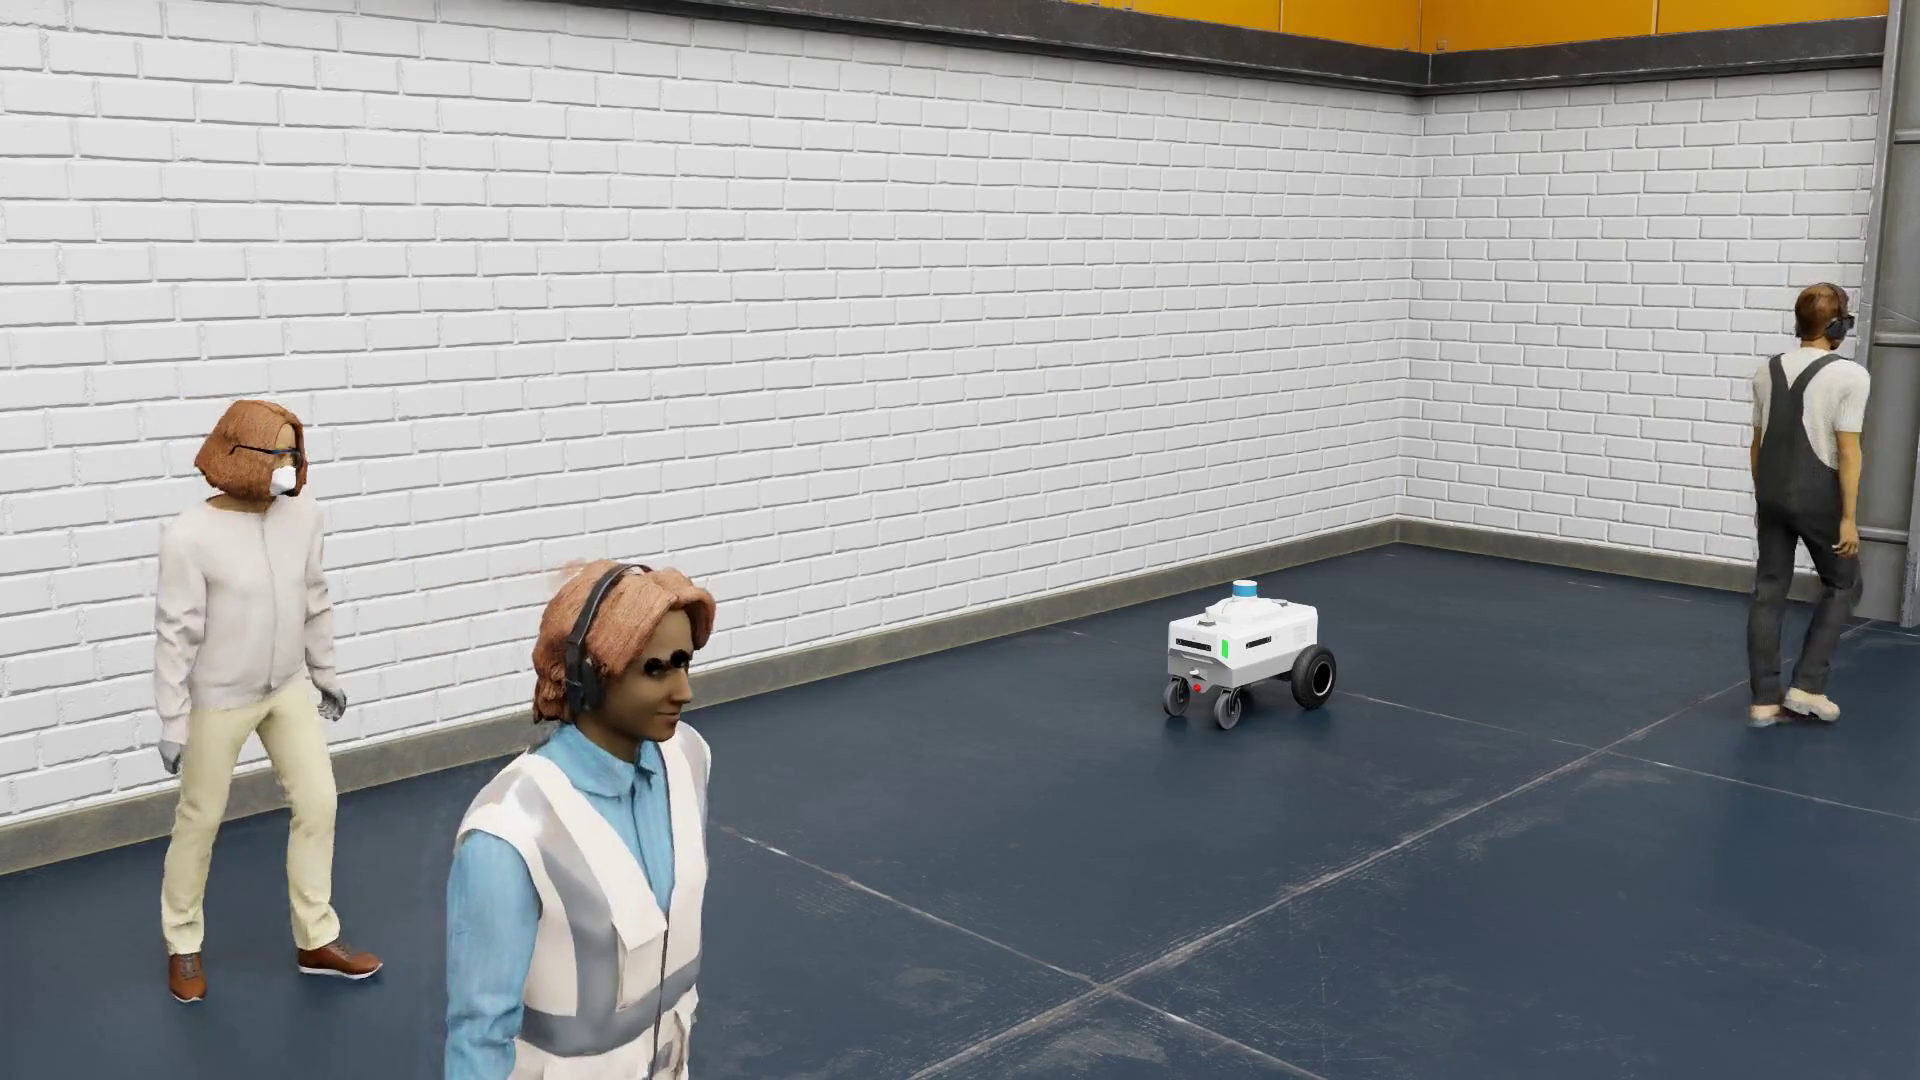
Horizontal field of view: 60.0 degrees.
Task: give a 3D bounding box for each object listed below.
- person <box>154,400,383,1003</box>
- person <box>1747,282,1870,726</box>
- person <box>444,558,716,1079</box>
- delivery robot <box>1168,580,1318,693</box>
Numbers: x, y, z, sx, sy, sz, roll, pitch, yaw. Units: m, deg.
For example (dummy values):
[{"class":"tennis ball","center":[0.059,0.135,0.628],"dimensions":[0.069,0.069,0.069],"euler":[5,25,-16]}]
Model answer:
[{"class":"person","center":[-1.870,0.425,4.413],"dimensions":[0.636,1.601,0.581],"euler":[5,12,26]},{"class":"person","center":[3.503,-0.132,6.834],"dimensions":[0.516,1.828,0.550],"euler":[-6,12,-28]},{"class":"person","center":[-0.630,0.801,2.377],"dimensions":[0.640,1.607,0.530],"euler":[5,11,24]},{"class":"delivery robot","center":[1.205,0.415,7.078],"dimensions":[0.707,0.478,0.477],"euler":[-10,14,-44]}]
